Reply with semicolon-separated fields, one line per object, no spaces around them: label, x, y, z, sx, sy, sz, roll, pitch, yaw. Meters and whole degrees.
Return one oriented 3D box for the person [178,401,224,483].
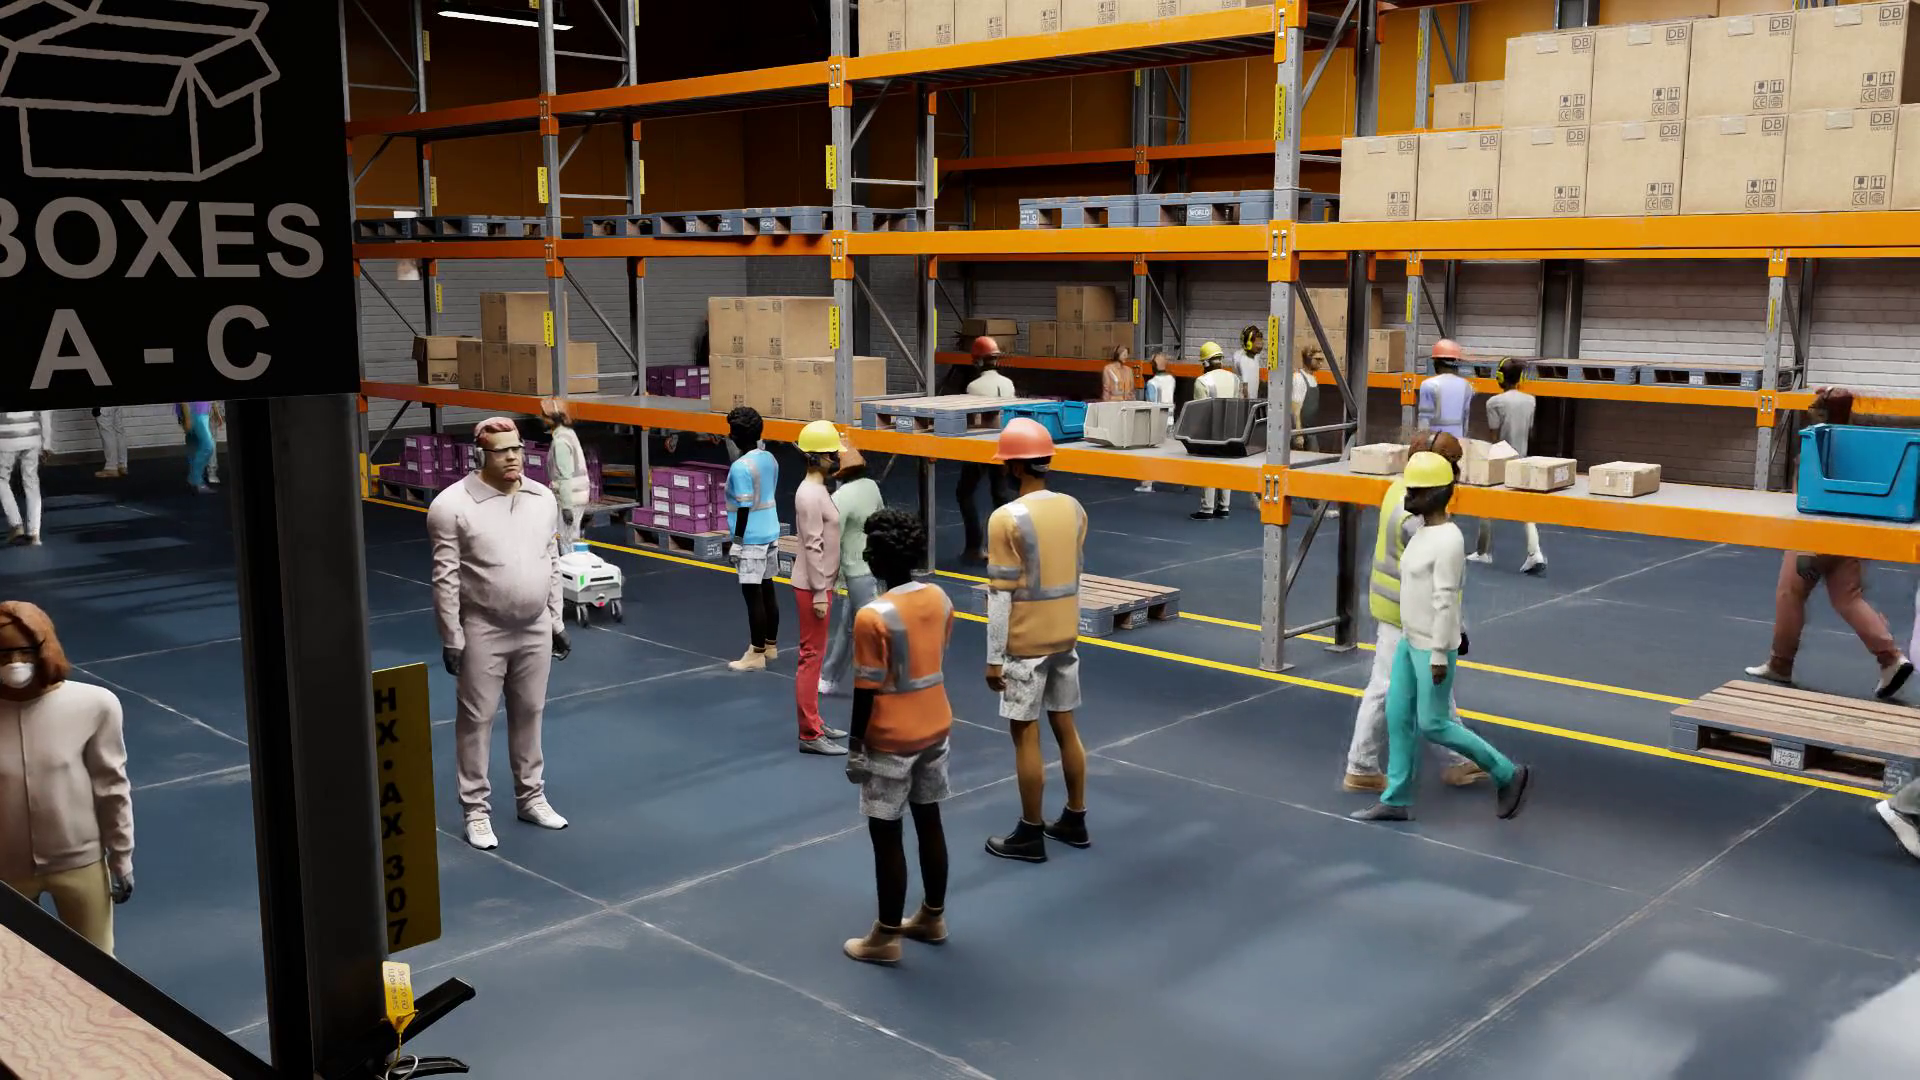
person;-9.141;-1.538;20.020;0.517;1.697;0.840;-5;10;-27

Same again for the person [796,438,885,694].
person;-0.645;0.196;9.692;0.856;1.574;0.553;4;10;25

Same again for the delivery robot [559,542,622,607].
delivery robot;-2.764;0.262;12.161;0.477;0.478;0.707;-7;11;-36

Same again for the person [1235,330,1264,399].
person;3.389;-1.494;19.308;0.712;1.838;0.525;5;11;30

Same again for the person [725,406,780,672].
person;-1.325;-0.004;10.605;0.320;1.692;0.532;2;10;15

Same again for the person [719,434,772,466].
person;-2.191;-1.177;17.067;0.627;1.933;0.376;3;10;16

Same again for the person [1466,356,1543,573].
person;4.694;-0.642;14.139;0.529;1.837;0.972;-2;10;-15

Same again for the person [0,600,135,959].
person;-2.679;0.969;4.847;0.504;1.626;0.284;-5;10;-26

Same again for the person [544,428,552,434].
person;-6.332;-2.602;25.875;0.409;1.906;0.652;-1;9;-6

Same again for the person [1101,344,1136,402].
person;1.970;-1.619;20.667;0.544;1.625;0.352;-8;12;-40

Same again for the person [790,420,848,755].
person;-0.742;0.248;8.832;0.310;1.769;0.523;-1;9;-3

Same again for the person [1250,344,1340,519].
person;3.466;-1.123;17.164;0.930;1.805;0.550;7;12;36

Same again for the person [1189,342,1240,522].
person;2.556;-1.094;16.890;0.588;1.822;0.403;-7;12;-39

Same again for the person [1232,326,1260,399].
person;3.552;-1.716;20.572;0.523;1.865;0.317;-9;13;-44

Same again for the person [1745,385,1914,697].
person;5.295;0.002;10.033;0.651;1.875;0.902;-5;10;-27

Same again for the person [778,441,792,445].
person;-2.516;-2.362;24.082;0.661;2.016;0.682;-1;9;-9

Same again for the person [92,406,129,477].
person;-10.539;-1.695;20.516;0.429;1.841;0.633;0;9;-1

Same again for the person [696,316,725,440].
person;-3.622;-2.456;24.841;0.750;1.951;0.695;-1;9;-6

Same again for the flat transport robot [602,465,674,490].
flat transport robot;-4.008;-0.751;19.526;1.431;0.197;0.652;3;10;20

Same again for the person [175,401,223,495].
person;-8.576;-1.398;18.738;0.454;1.818;0.607;-1;9;-4

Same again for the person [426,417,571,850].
person;-2.030;0.402;7.451;0.406;1.911;0.639;9;13;43

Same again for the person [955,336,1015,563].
person;0.214;-0.767;14.412;0.612;1.973;0.602;-9;13;-43

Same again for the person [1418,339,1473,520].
person;4.403;-0.878;15.265;0.566;1.916;0.438;-3;10;-19

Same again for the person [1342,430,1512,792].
person;2.286;0.371;7.976;0.897;1.803;0.645;1;9;8

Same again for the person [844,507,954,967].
person;-0.220;0.723;6.141;0.322;1.699;0.539;6;11;34

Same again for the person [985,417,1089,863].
person;0.312;0.428;7.272;0.557;1.924;0.423;-9;13;-43

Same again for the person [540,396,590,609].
person;-2.918;-0.279;12.489;0.397;1.614;0.546;-2;9;-10

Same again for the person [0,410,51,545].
person;-8.745;-0.877;15.412;0.470;1.866;0.616;8;12;40

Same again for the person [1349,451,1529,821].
person;2.198;0.464;7.574;0.696;1.743;0.526;0;9;-1

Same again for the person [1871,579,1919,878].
person;4.114;0.499;6.833;0.616;1.914;0.448;-9;13;-43

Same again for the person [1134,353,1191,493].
person;2.323;-1.320;18.895;0.515;1.612;0.655;-9;13;-43
